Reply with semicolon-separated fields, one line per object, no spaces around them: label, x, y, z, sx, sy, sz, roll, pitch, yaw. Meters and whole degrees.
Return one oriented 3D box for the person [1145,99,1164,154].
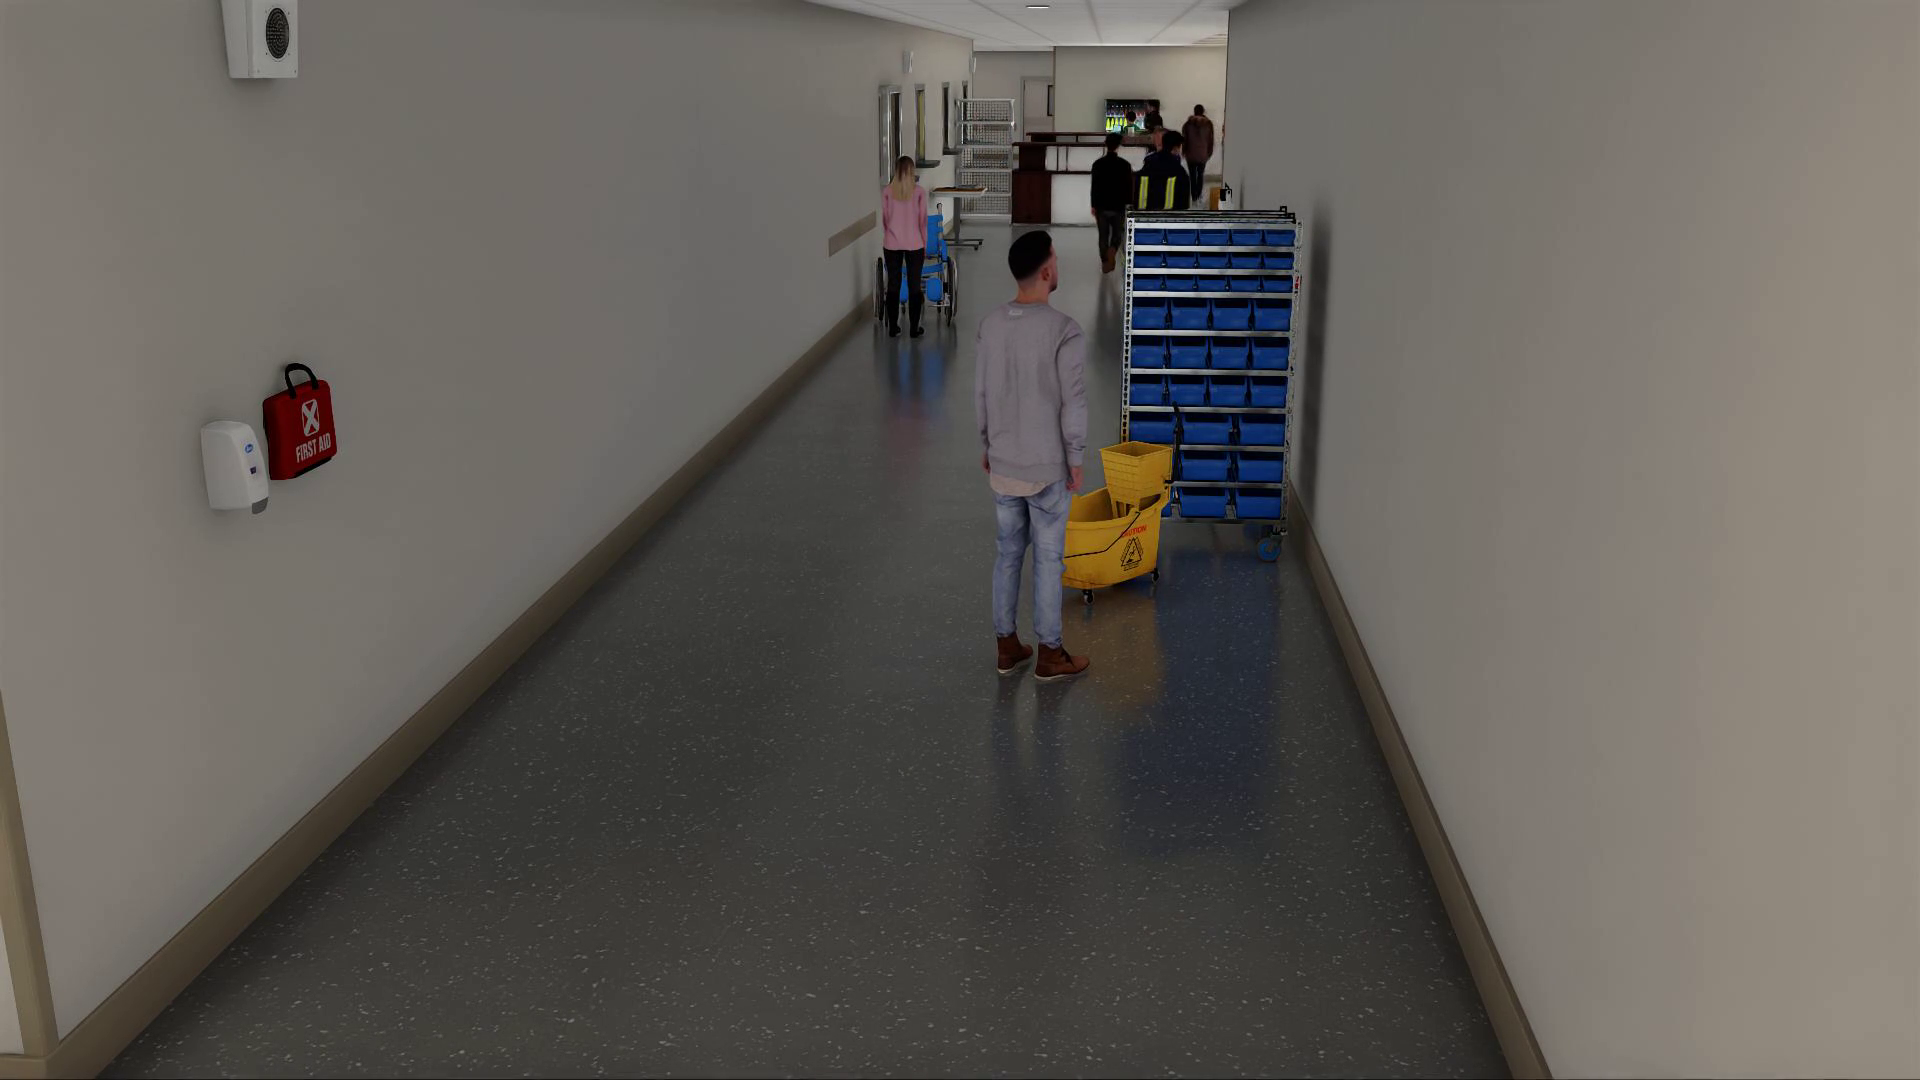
person;3.915;-7.838;33.302;0.855;1.889;0.822;10;19;33

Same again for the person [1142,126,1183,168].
person;2.408;-4.000;19.817;0.878;1.820;0.718;1;16;3

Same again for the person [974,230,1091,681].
person;0.296;-0.342;6.805;0.707;1.840;0.823;12;20;36

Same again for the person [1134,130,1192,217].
person;1.860;-2.912;15.839;1.098;1.885;1.087;7;17;24

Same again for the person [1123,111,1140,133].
person;3.530;-8.019;34.388;0.632;1.649;0.717;-9;18;-28

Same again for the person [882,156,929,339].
person;-0.534;-2.770;15.703;0.483;1.686;0.653;2;16;8

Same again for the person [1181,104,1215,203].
person;4.472;-7.253;31.418;1.128;1.787;0.841;1;16;2

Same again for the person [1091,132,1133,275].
person;1.859;-4.124;20.458;0.776;1.711;0.779;3;16;9
